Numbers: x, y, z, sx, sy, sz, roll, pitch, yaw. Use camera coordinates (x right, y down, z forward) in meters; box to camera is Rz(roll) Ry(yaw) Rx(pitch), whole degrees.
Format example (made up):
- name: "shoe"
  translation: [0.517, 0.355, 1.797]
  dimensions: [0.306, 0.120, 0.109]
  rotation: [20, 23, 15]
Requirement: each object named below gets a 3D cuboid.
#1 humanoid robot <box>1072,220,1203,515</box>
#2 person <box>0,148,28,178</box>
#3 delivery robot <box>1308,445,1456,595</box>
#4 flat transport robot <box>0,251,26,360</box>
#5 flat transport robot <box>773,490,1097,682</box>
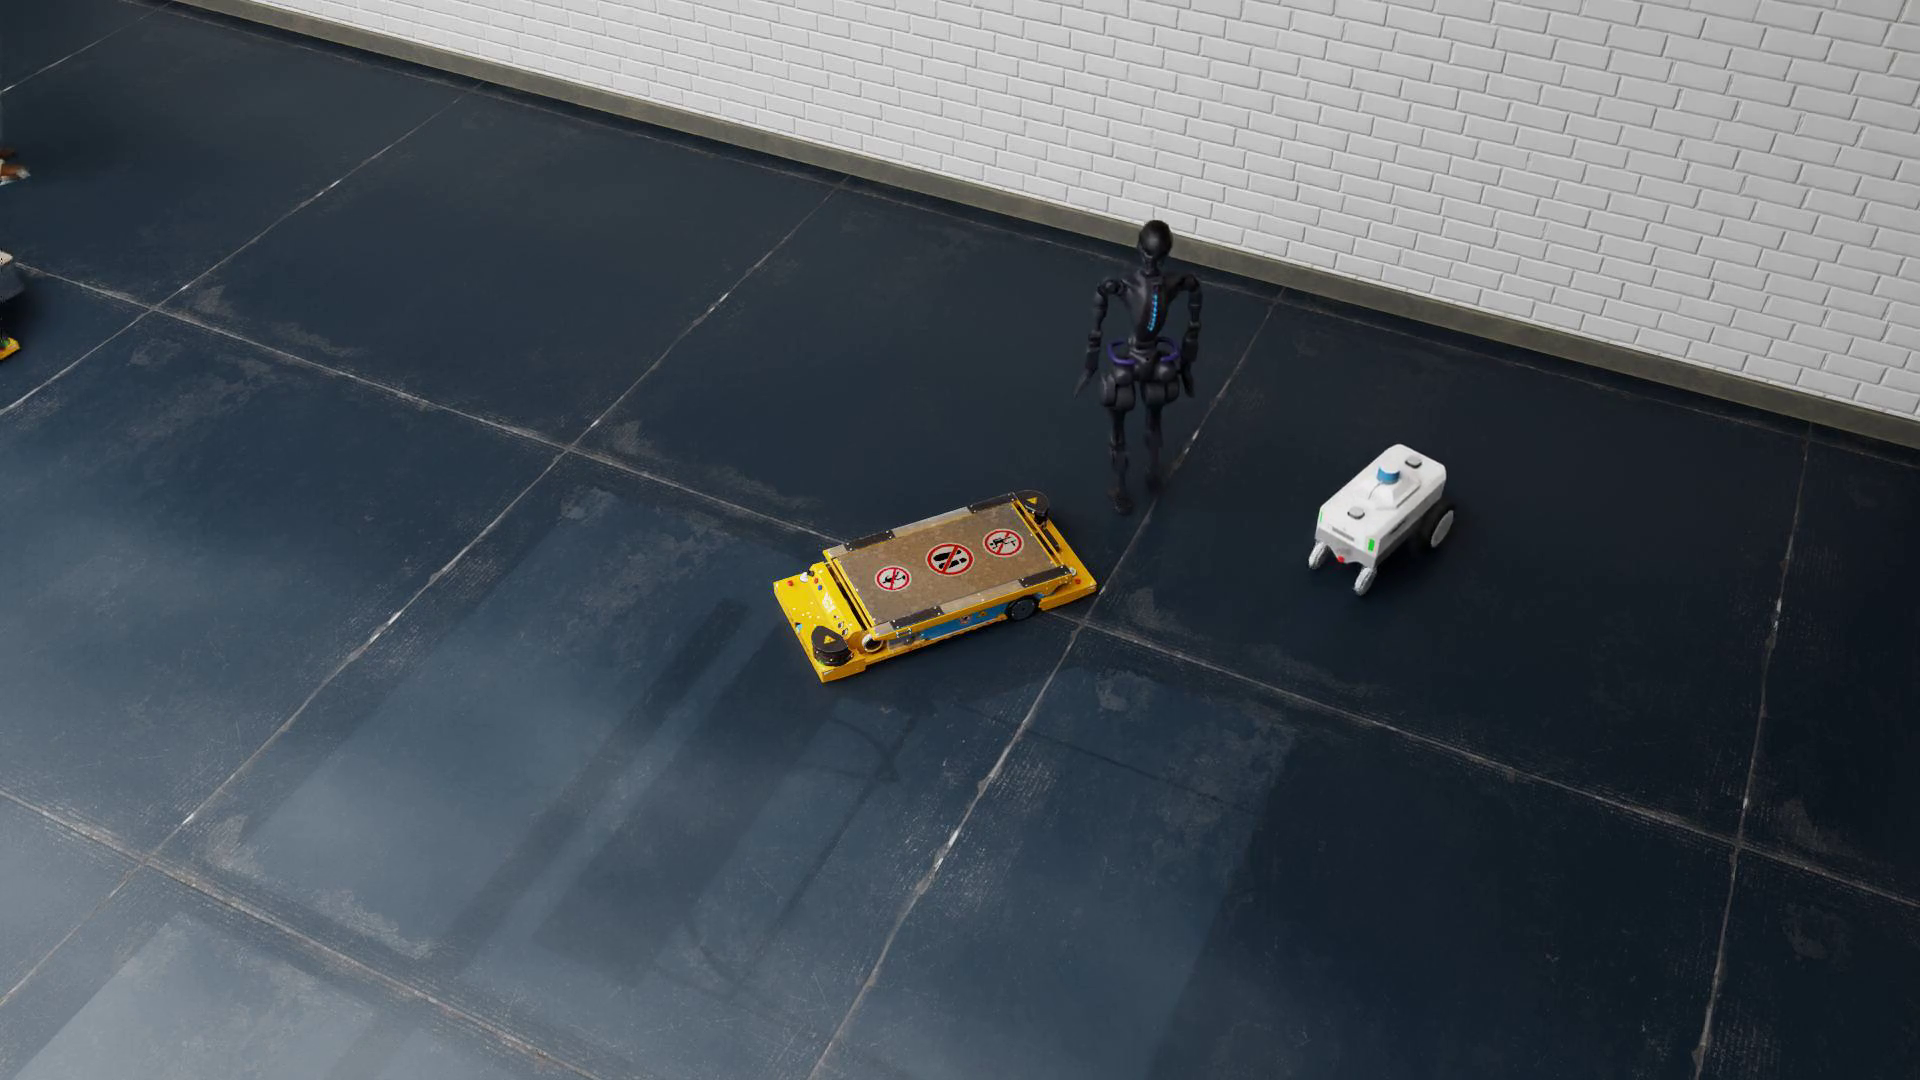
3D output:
- name: "humanoid robot"
  translation: [0.858, -0.825, 8.115]
  dimensions: [0.611, 1.655, 0.335]
  rotation: [-6, 43, -7]
- name: "person"
  translation: [-6.425, -3.093, 10.587]
  dimensions: [0.266, 1.630, 0.506]
  rotation: [-30, 51, -28]
- name: "delivery robot"
  translation: [2.079, -0.142, 8.206]
  dimensions: [0.499, 0.606, 0.807]
  rotation: [32, 52, 30]
- name: "flat transport robot"
  translation: [-6.170, -1.205, 9.555]
  dimensions: [1.431, 0.231, 0.659]
  rotation: [22, 47, 22]
- name: "flat transport robot"
  translation: [-0.120, 0.201, 8.038]
  dimensions: [1.431, 0.231, 0.659]
  rotation: [-17, 46, -18]
